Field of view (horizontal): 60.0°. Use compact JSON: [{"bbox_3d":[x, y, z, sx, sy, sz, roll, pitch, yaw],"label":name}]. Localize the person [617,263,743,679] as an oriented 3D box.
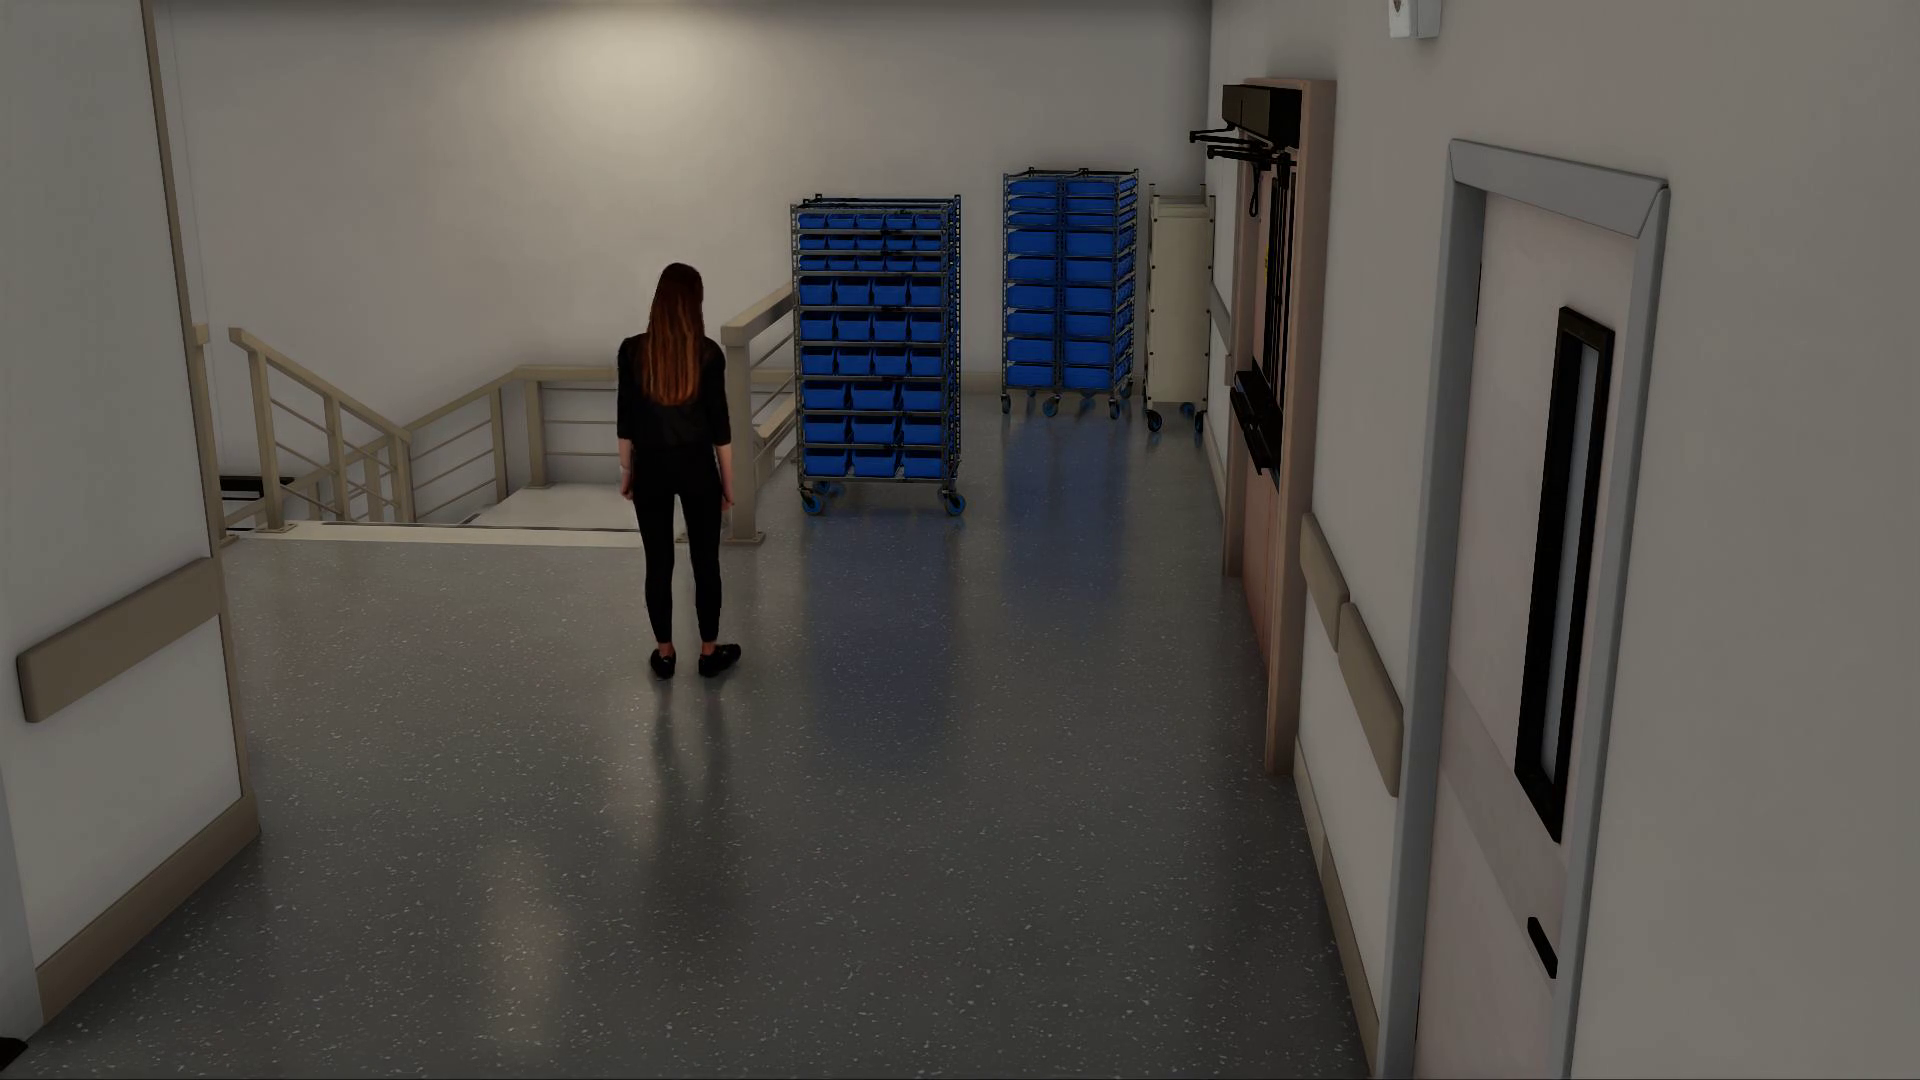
[{"bbox_3d":[-1.164,-0.268,6.792,0.643,1.707,0.562,-2,16,-5],"label":"person"}]
